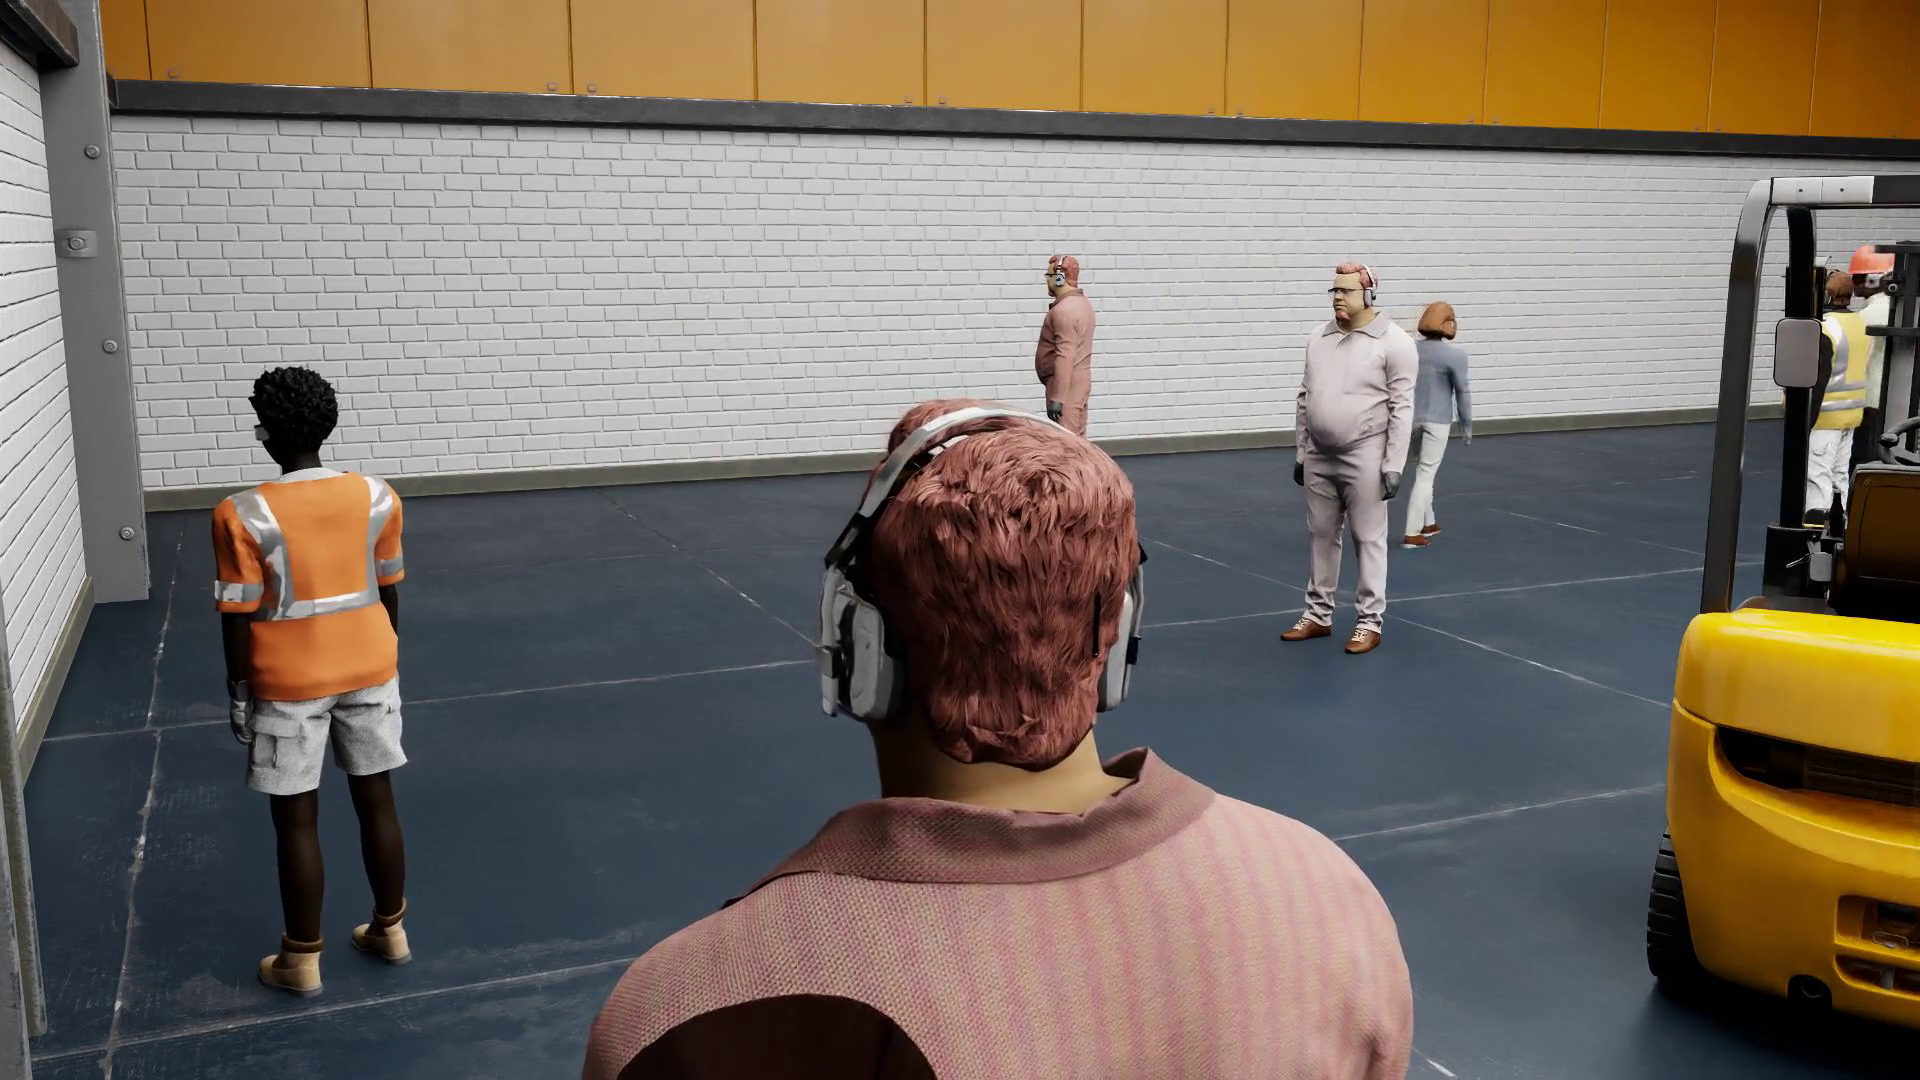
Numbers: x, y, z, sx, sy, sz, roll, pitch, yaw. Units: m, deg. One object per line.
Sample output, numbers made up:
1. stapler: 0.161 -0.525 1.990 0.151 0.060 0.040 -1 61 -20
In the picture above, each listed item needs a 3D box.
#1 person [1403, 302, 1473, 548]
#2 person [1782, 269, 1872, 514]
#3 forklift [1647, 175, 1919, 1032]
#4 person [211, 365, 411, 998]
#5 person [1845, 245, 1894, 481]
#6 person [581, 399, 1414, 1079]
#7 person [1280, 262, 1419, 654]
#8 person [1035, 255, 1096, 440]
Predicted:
1. person: 3.167 -0.768 11.020 0.737 1.600 0.522 -10 14 -43
2. person: 5.151 -0.691 9.961 0.624 1.844 0.430 -8 13 -38
3. forklift: 2.810 0.094 4.662 1.214 2.155 2.313 7 12 34
4. person: -1.731 0.379 4.496 0.320 1.691 0.536 10 14 43
5. person: 5.603 -0.864 10.533 0.760 1.971 0.652 10 14 43
6. person: 0.016 0.844 1.318 0.638 1.909 0.408 -5 12 -27
7. person: 1.898 -0.402 8.185 0.407 1.910 0.638 -9 14 -42
8. person: 0.725 -1.041 11.707 0.401 1.907 0.646 3 11 17
